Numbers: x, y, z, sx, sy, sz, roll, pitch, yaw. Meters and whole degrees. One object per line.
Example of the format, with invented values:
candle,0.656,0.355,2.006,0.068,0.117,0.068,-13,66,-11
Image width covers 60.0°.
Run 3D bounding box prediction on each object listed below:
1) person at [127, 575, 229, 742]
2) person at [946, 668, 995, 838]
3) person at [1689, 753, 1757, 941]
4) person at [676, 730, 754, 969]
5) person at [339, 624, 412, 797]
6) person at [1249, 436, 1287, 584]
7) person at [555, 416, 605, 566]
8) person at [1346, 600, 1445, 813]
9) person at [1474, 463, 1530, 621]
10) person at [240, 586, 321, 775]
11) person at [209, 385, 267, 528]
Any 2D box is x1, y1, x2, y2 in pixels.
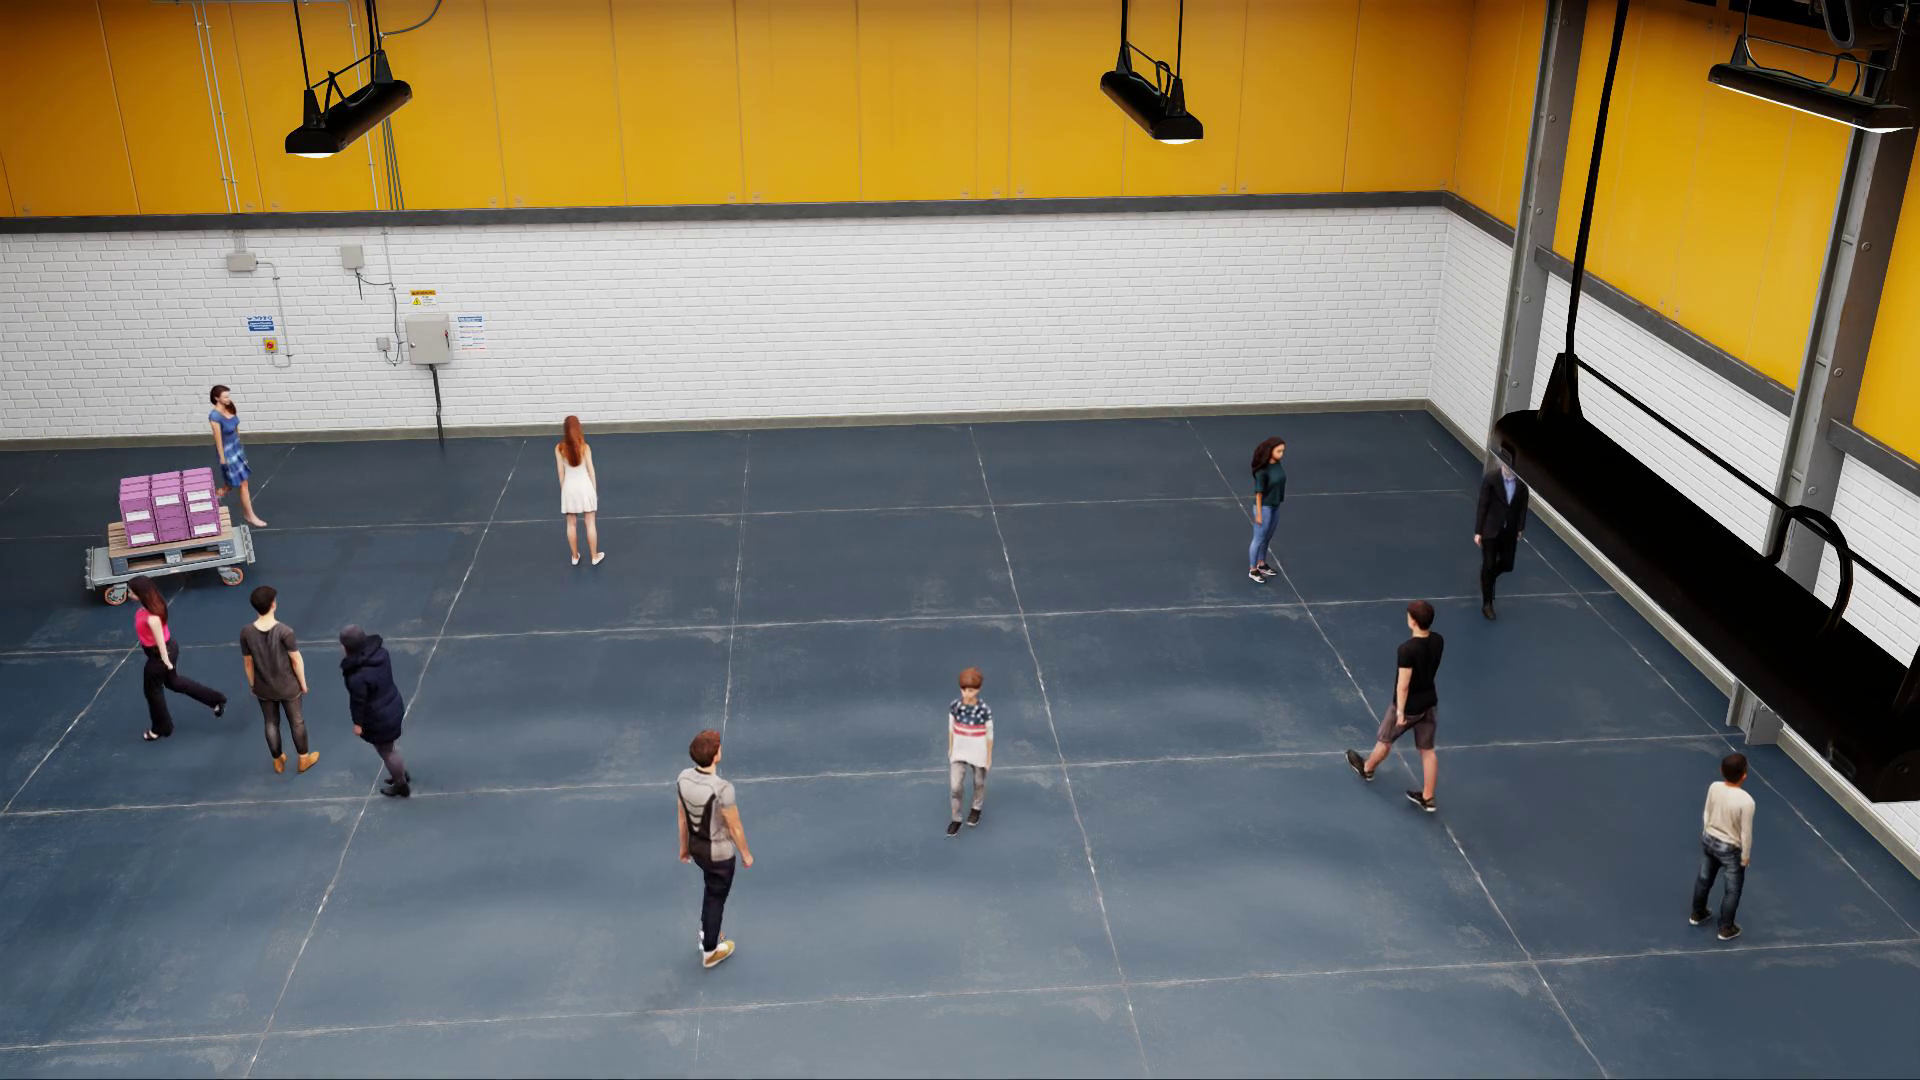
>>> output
person,-6.986,1.030,14.725,0.829,1.629,0.974,-7,25,-16
person,0.100,1.663,13.527,0.656,1.429,0.782,5,24,12
person,5.549,2.240,12.167,0.740,1.460,0.627,-13,27,-27
person,-1.801,2.218,11.692,0.778,1.881,0.827,16,28,32
person,-4.745,1.433,13.769,0.781,1.655,0.626,5,24,11
person,3.299,-0.356,17.910,0.772,1.616,0.712,19,30,36
person,-4.188,-0.544,18.231,0.570,1.705,0.550,0,24,1
person,3.797,1.387,13.676,0.976,1.815,1.241,-13,27,-26
person,5.513,-0.137,17.085,0.727,1.877,0.875,0,24,-1
person,-5.849,1.201,14.230,0.617,1.712,0.518,-2,24,-4
person,-8.411,-0.926,19.019,0.742,1.773,0.854,-3,24,-6
